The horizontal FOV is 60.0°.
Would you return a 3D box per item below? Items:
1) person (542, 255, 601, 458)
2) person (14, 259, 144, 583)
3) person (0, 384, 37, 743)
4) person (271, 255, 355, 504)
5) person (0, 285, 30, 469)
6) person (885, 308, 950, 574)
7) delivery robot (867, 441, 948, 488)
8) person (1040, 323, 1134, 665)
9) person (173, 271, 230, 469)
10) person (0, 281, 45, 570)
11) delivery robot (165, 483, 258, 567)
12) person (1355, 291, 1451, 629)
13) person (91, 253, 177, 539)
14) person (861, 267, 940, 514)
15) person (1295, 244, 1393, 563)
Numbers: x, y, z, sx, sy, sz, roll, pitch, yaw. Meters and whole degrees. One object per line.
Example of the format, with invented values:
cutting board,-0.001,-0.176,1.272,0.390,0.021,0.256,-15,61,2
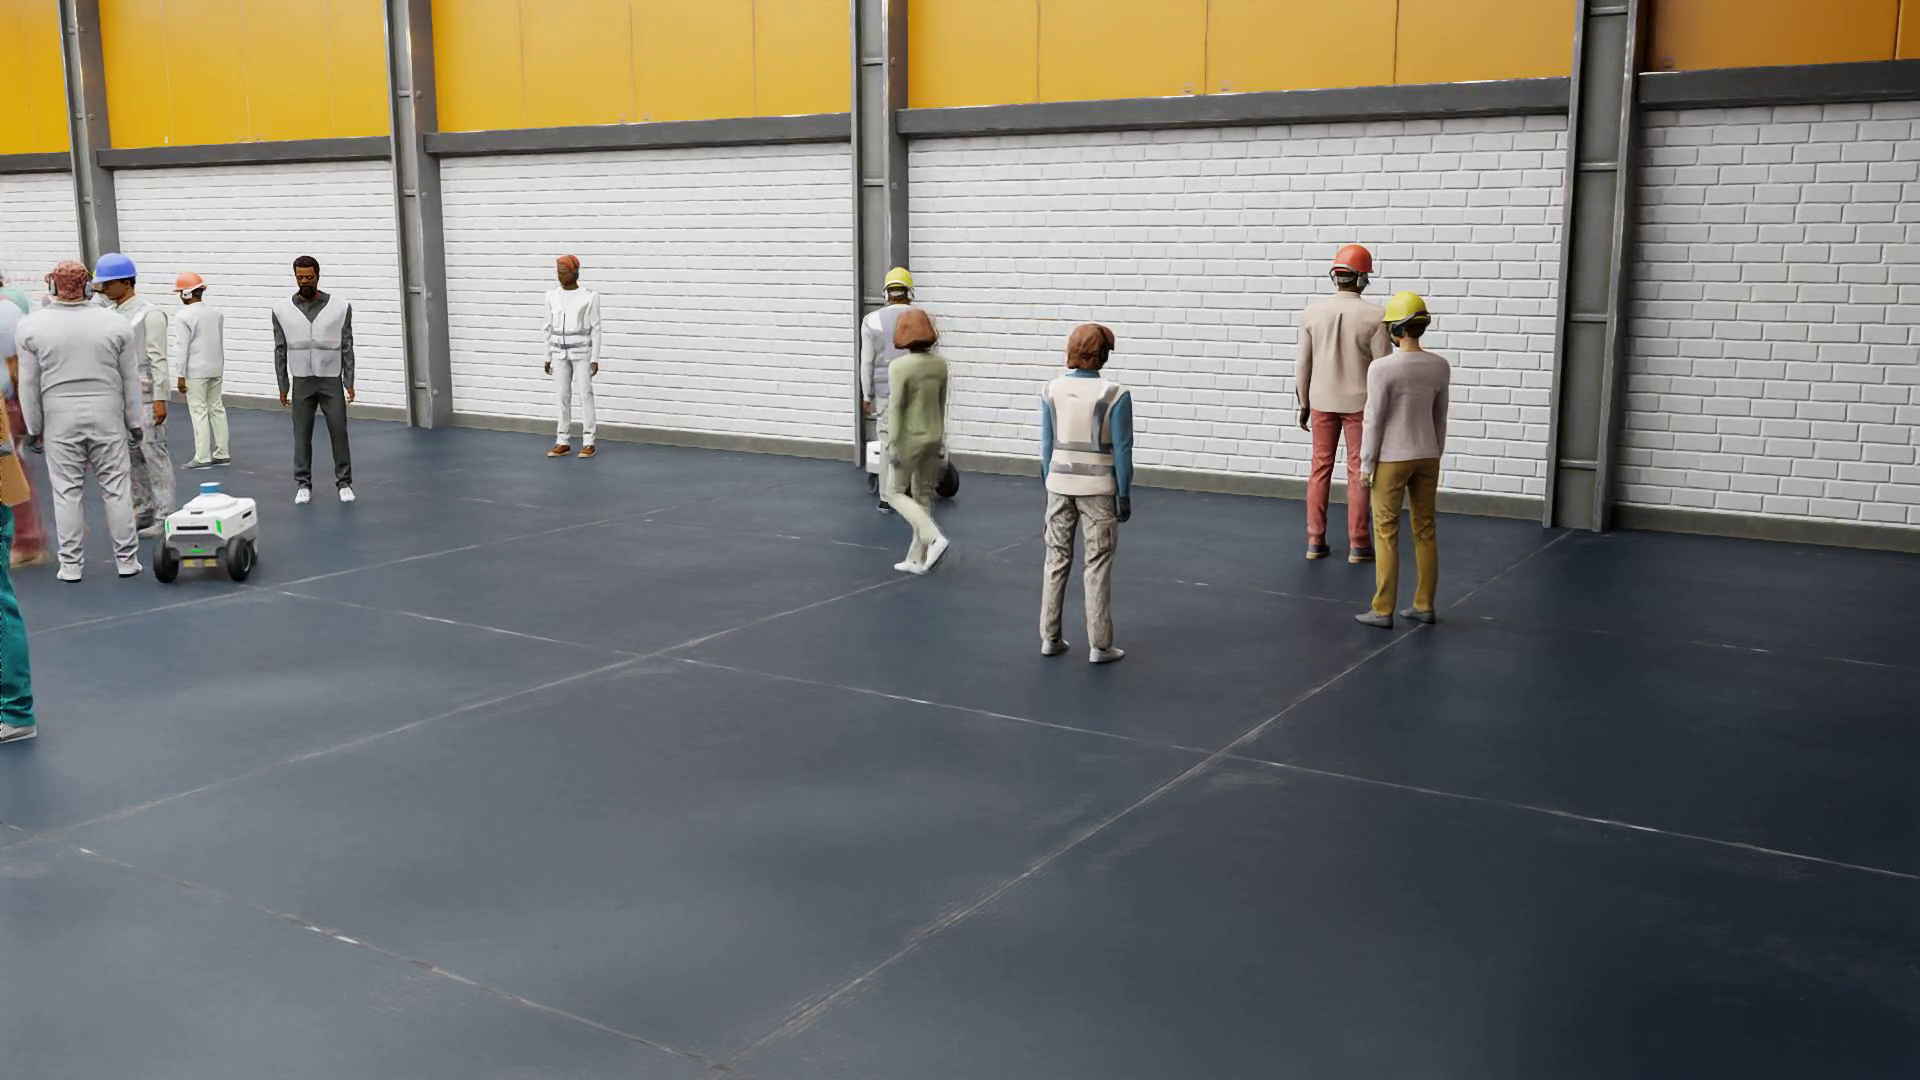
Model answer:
person,-3.620,-1.705,15.511,0.576,1.886,0.355,2,10,13
person,-5.204,-0.700,9.884,0.650,1.907,0.409,-6,12,-30
person,-3.952,-0.127,6.679,0.394,1.916,0.590,-6,12,-29
person,-4.971,-1.232,12.849,0.585,1.909,0.391,-3,11,-17
person,-8.345,-1.484,14.236,0.660,1.897,0.955,0,10,2
person,-0.233,-0.574,9.975,0.465,1.620,0.505,9,14,41
delivery robot,-0.417,-0.653,13.104,0.477,0.478,0.707,-9,13,-39
person,0.601,-0.222,8.007,0.510,1.630,0.318,7,13,35
person,-6.776,-1.508,14.799,0.350,1.745,0.565,3,11,15
person,-5.942,-0.775,9.923,0.704,2.000,0.903,7,13,35
delivery robot,-4.518,-0.102,10.053,0.477,0.478,0.707,-1,10,-6
person,2.313,-0.415,8.719,0.527,1.759,0.339,-4,11,-23
person,-5.626,-0.974,11.336,0.620,1.934,0.417,5,11,27
person,-0.438,-1.101,12.339,0.588,1.821,0.404,-1,10,-4
person,2.432,-0.856,10.500,0.623,1.992,0.396,7,12,32
